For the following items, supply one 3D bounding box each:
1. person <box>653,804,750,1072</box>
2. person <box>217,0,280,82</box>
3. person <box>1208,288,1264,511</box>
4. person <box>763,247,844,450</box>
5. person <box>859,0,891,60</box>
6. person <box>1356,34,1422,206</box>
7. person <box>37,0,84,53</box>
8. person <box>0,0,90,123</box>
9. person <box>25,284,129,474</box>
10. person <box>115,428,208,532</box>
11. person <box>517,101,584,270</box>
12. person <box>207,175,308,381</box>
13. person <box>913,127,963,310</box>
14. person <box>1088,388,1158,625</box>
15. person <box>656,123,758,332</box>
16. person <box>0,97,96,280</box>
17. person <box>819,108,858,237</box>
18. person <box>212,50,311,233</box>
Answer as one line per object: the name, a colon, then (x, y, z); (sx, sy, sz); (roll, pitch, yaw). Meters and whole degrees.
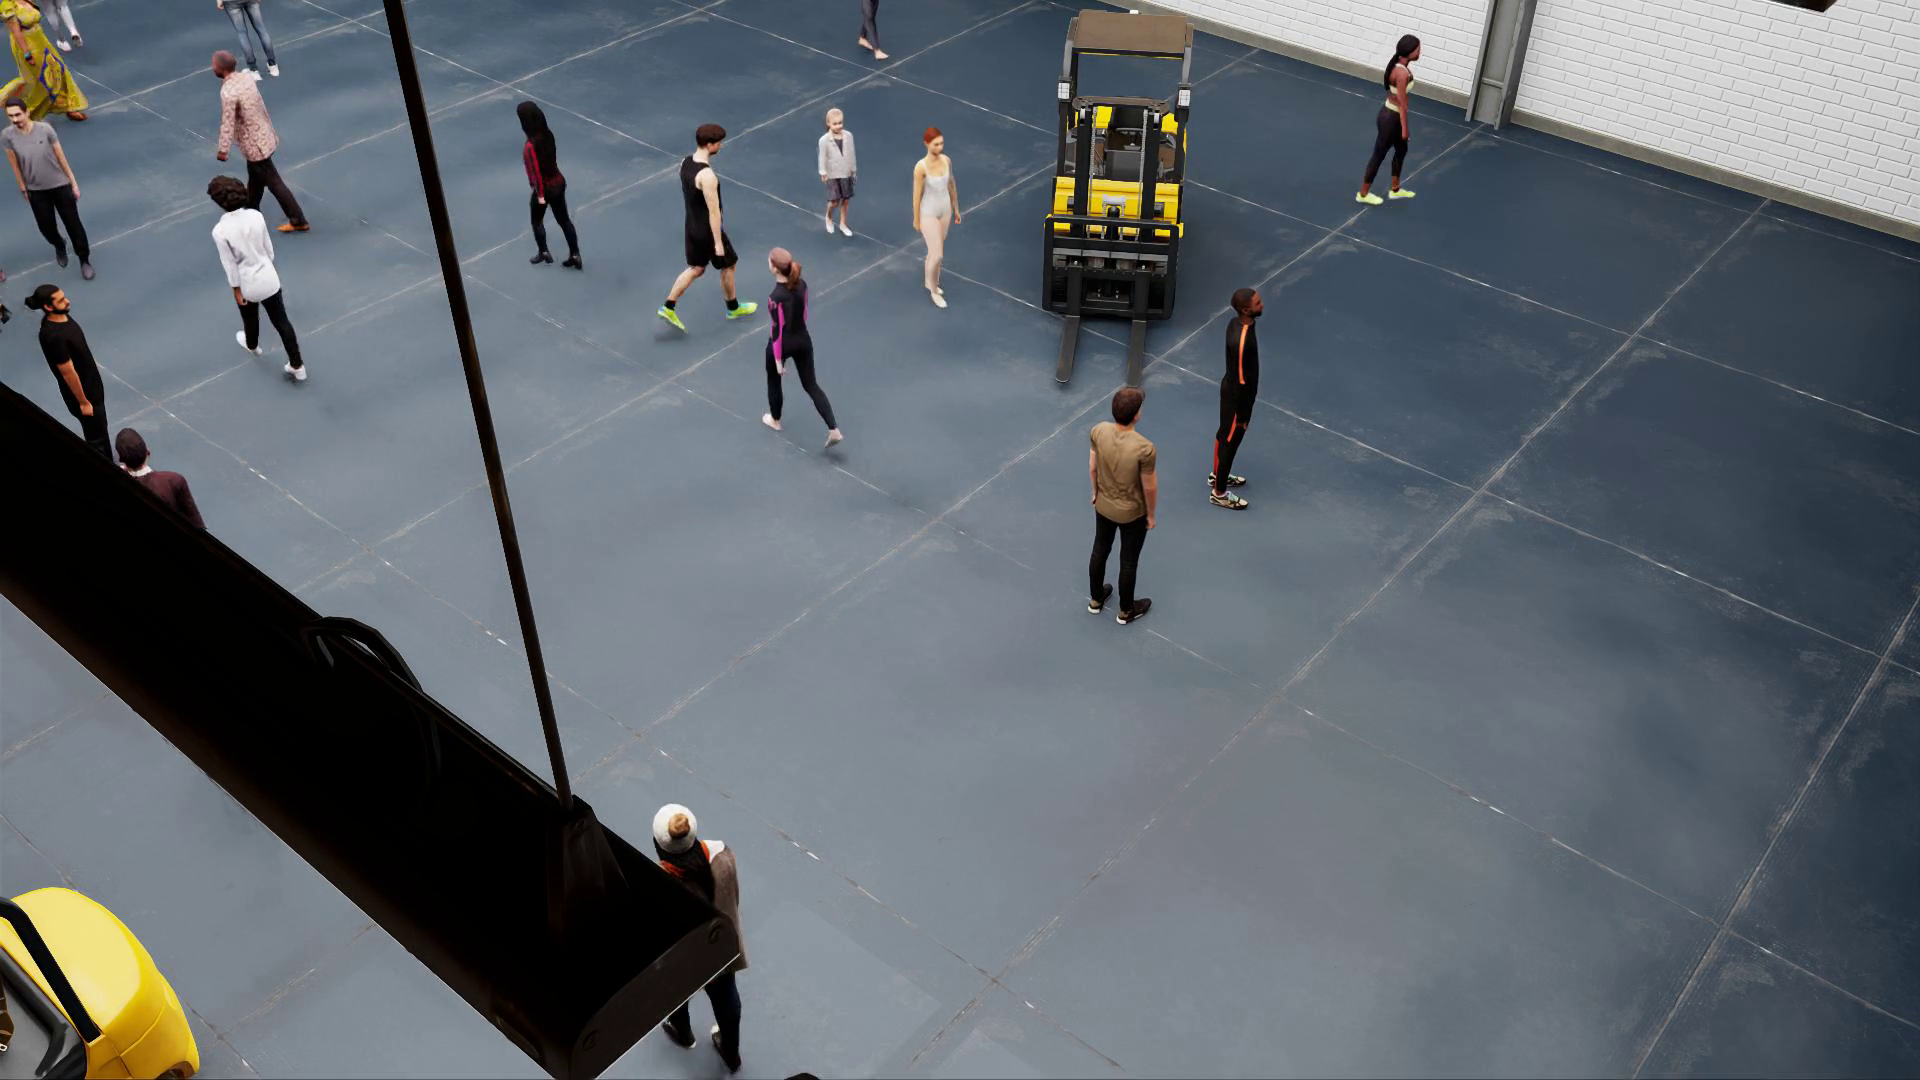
person: (-1.298, 2.069, 8.351); (0.832, 1.875, 0.865); (-22, 44, -26)
person: (-8.050, -6.075, 18.569); (0.706, 1.850, 0.613); (-29, 47, -31)
person: (2.045, -1.072, 12.338); (0.716, 1.808, 0.700); (4, 39, 5)
person: (-1.253, -1.461, 12.893); (0.652, 1.723, 1.123); (-30, 47, -32)
person: (-1.098, -6.485, 19.169); (0.719, 1.743, 0.963); (-28, 47, -31)
person: (4.087, -4.059, 16.135); (0.932, 1.736, 0.825); (6, 39, 8)
person: (-10.496, -6.392, 19.164); (0.774, 1.602, 0.588); (30, 48, 32)
person: (-9.898, -5.171, 17.610); (1.177, 1.633, 1.079); (0, 39, 0)
person: (-6.583, -1.136, 12.459); (0.769, 1.757, 0.645); (-14, 41, -17)
person: (-5.125, 0.128, 10.805); (0.931, 1.845, 1.228); (-21, 43, -24)
person: (-3.661, -3.191, 15.130); (0.868, 1.635, 0.774); (11, 40, 13)
person: (-5.737, -2.106, 13.677); (1.122, 1.752, 0.651); (29, 47, 31)
person: (-0.277, -2.924, 14.800); (0.582, 1.630, 0.713); (-31, 48, -33)
person: (1.084, -0.233, 11.252); (0.522, 1.852, 0.732); (24, 44, 27)
person: (-2.271, -2.626, 14.255); (0.988, 1.844, 1.181); (-25, 45, -28)
person: (-8.270, -3.230, 15.093); (0.772, 1.742, 0.850); (-18, 42, -21)
person: (-1.176, -3.518, 15.834); (0.591, 1.268, 0.638); (-18, 42, -22)
person: (-6.547, -3.719, 15.682); (1.201, 1.771, 1.107); (-1, 39, -1)
